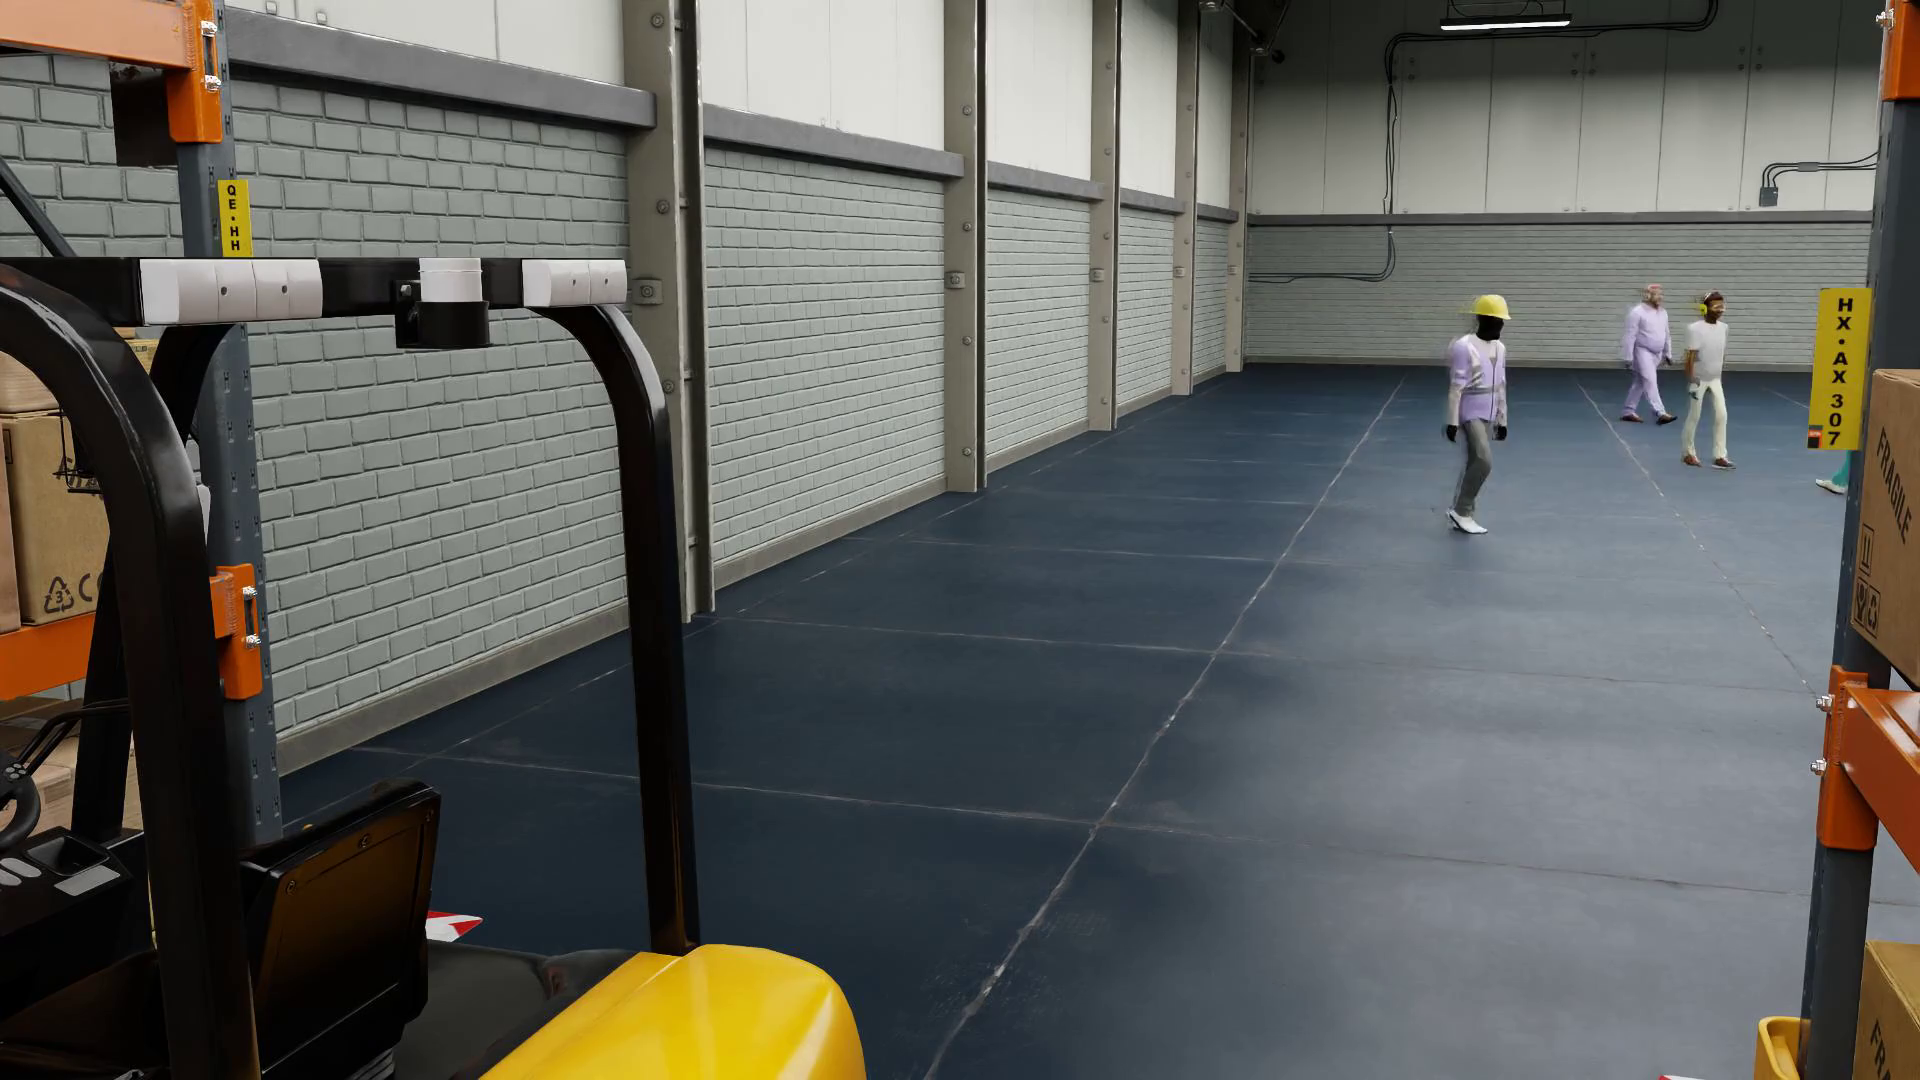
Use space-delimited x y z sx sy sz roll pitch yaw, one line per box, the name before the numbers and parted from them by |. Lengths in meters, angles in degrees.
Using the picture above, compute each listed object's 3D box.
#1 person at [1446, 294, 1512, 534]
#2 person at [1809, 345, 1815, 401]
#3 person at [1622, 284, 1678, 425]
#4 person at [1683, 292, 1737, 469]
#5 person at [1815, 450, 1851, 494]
person | 4.121 -0.982 13.172 0.614 1.903 0.484 -8 12 -38
person | 13.377 -2.939 25.652 0.508 1.632 0.270 -3 10 -19
person | 9.247 -2.469 22.184 0.669 1.850 0.980 -5 11 -28
person | 7.852 -1.650 17.354 0.539 1.834 0.847 -2 10 -12
person | 8.240 -1.215 15.128 0.534 1.717 0.906 -5 11 -29
